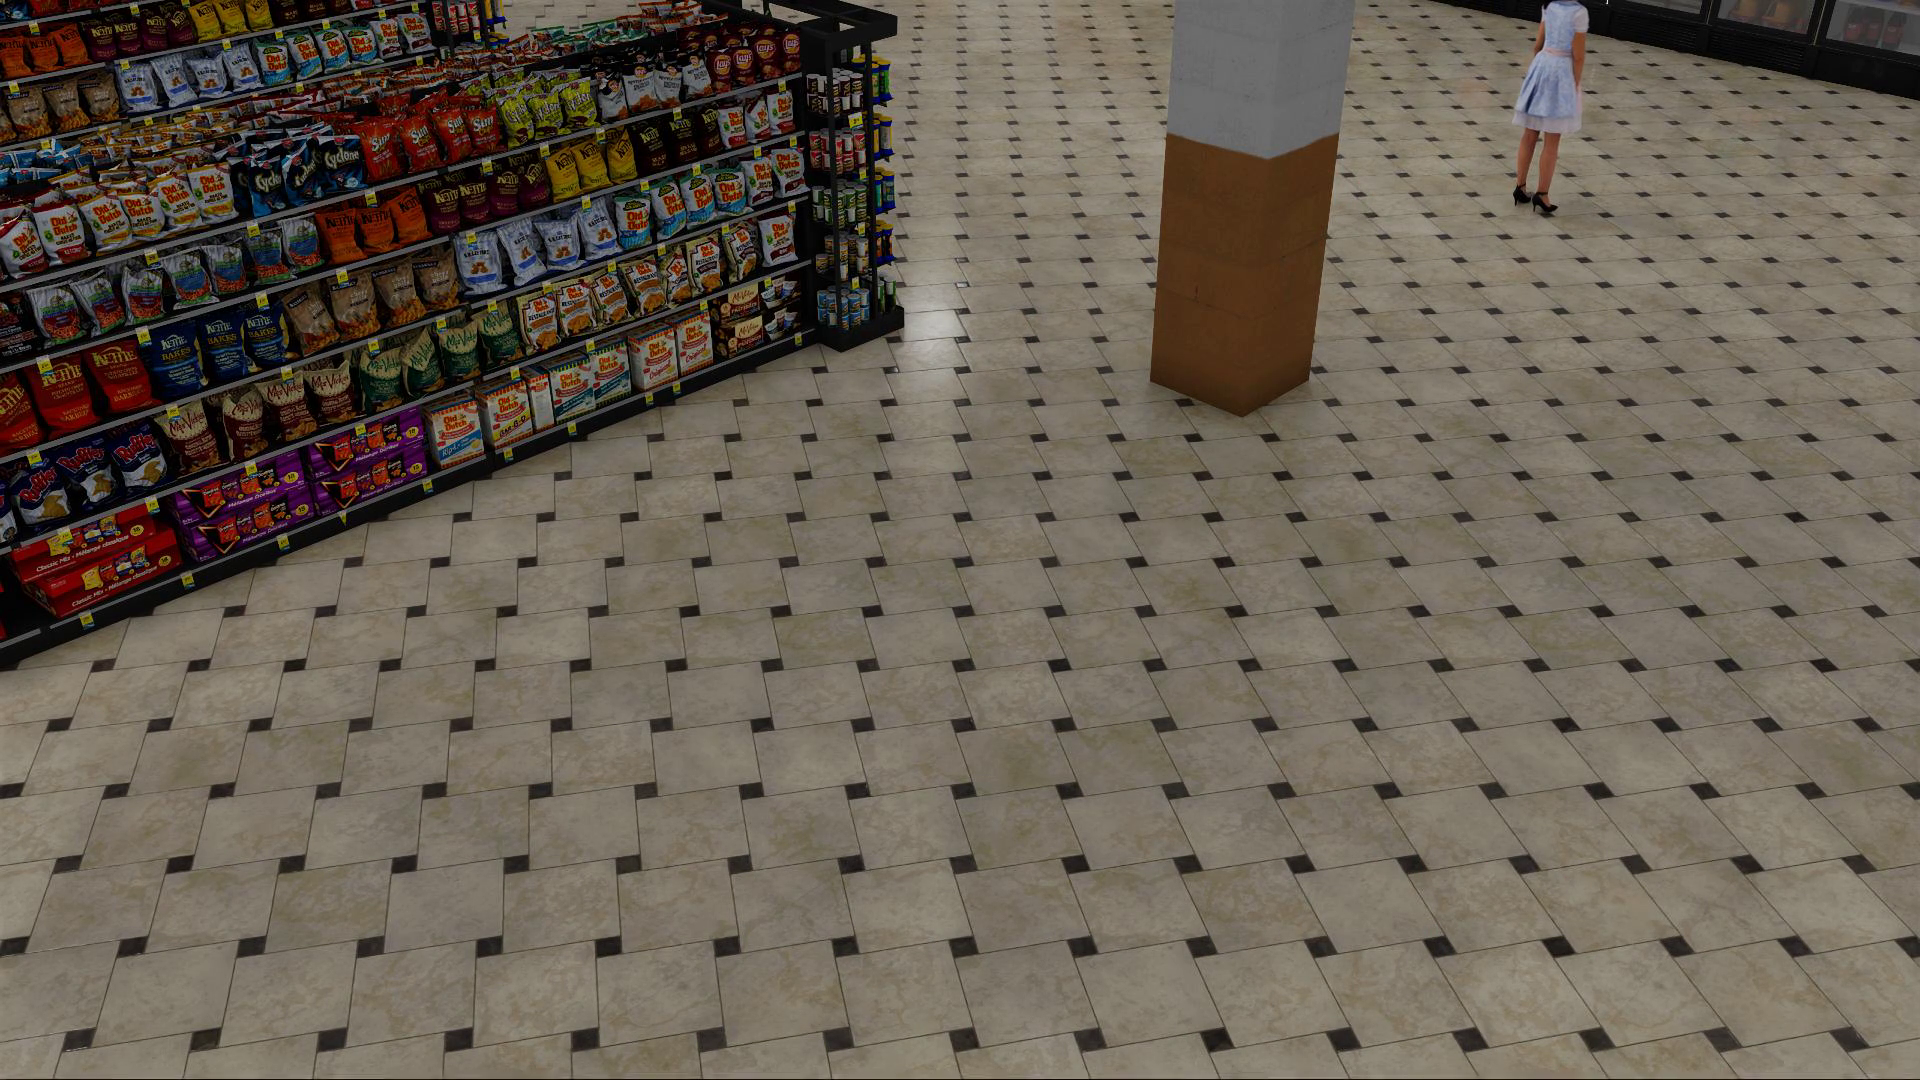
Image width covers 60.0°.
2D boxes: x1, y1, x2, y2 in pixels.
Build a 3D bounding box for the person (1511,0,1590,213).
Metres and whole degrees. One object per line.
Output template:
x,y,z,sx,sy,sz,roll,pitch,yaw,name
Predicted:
4.361,-3.328,12.249,0.801,1.818,0.776,-17,36,-25,person
